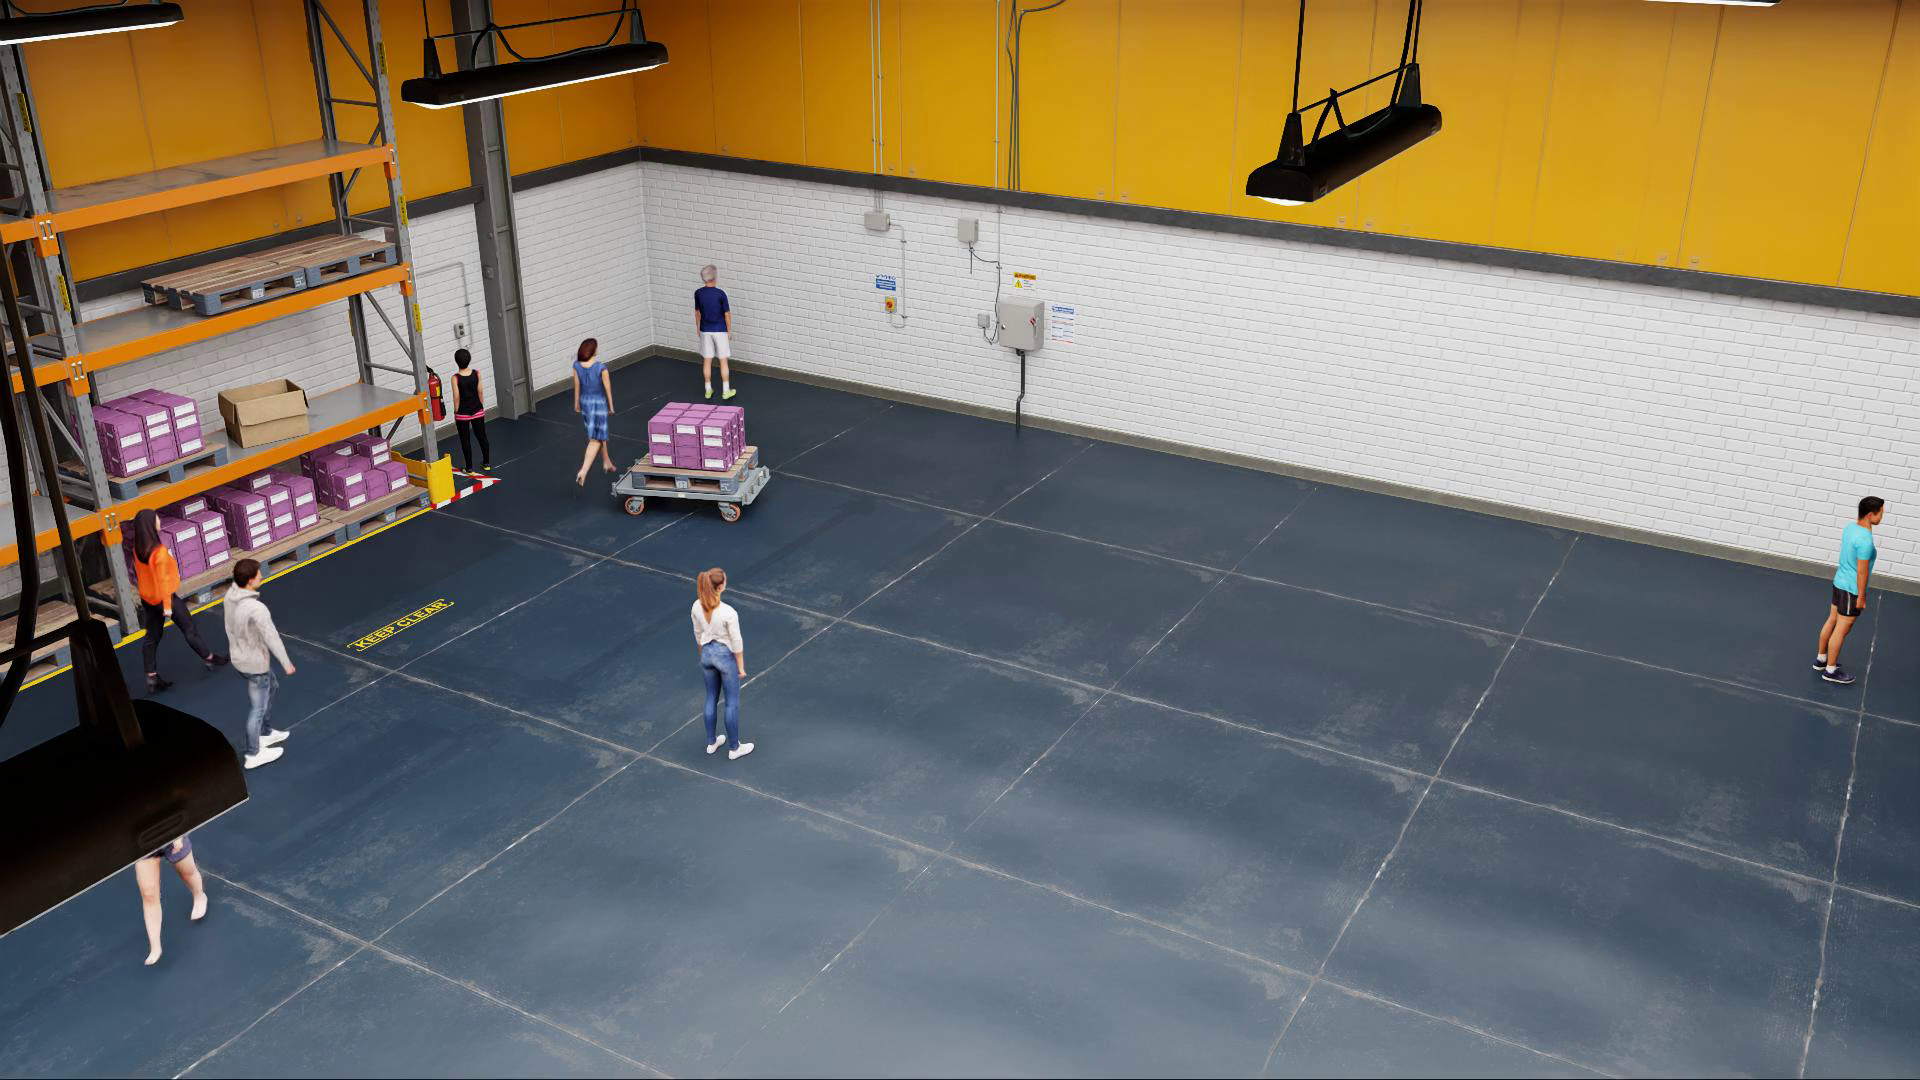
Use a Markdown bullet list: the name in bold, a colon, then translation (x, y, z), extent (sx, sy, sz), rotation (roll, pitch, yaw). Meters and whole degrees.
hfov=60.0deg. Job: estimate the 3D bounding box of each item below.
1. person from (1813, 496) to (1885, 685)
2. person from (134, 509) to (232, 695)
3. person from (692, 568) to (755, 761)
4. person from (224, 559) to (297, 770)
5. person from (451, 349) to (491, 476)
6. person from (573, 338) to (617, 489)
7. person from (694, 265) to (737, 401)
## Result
- **person**: translation (8.106, 0.429, 15.167), extent (0.744, 1.776, 0.592), rotation (3, 24, 7)
- **person**: translation (-7.234, 0.583, 14.890), extent (0.690, 1.718, 1.021), rotation (16, 28, 33)
- **person**: translation (-2.006, 1.021, 13.884), extent (0.603, 1.720, 0.521), rotation (12, 26, 26)
- **person**: translation (-5.912, 1.046, 13.688), extent (0.757, 1.831, 0.794), rotation (18, 29, 35)
- **person**: translation (-5.898, -1.556, 19.989), extent (0.533, 1.553, 0.655), rotation (-20, 31, -38)
- **person**: translation (-4.319, -1.438, 19.450), extent (0.726, 1.767, 1.149), rotation (10, 26, 22)
- **person**: translation (-3.337, -2.824, 22.538), extent (0.696, 1.834, 0.652), rotation (4, 24, 9)
